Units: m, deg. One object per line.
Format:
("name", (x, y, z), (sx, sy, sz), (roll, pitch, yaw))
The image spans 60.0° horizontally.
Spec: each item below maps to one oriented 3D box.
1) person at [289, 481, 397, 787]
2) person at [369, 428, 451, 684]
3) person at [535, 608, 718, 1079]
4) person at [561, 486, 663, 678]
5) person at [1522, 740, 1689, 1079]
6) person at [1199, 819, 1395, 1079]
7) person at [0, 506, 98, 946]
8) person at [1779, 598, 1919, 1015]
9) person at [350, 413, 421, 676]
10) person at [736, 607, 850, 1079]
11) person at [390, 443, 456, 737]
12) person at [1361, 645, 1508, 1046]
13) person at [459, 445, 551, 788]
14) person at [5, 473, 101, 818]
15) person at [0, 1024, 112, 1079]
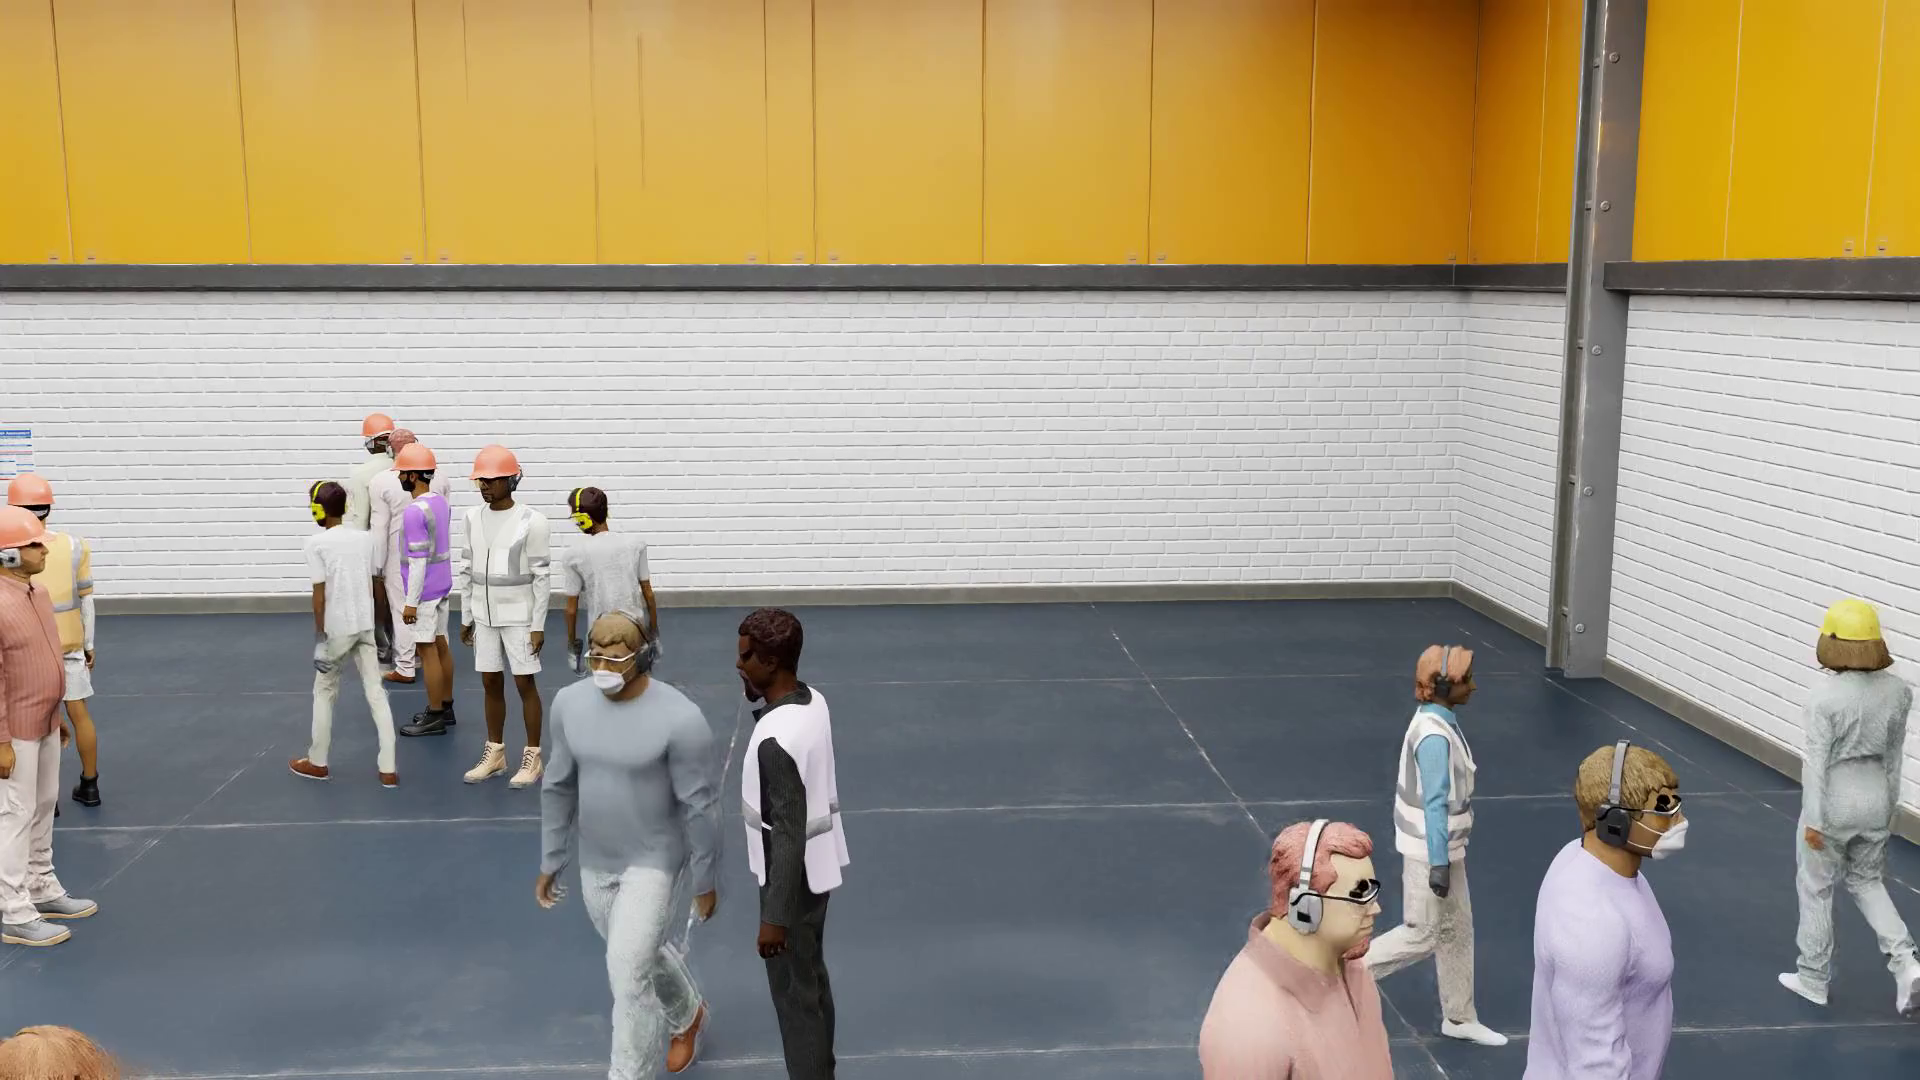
("person", (-3.696, 0.560, 9.933), (0.800, 1.815, 0.567), (6, 11, 33))
("person", (-4.117, 0.114, 12.426), (0.401, 1.904, 0.646), (8, 12, 42))
("person", (-1.148, 1.150, 6.000), (0.659, 1.907, 0.960), (4, 10, 25))
("person", (-1.999, 0.603, 9.594), (0.564, 1.847, 0.394), (-5, 10, -27))
("person", (1.560, 1.430, 4.057), (0.372, 1.940, 0.631), (3, 10, 20))
("person", (0.751, 1.523, 3.699), (0.704, 1.905, 0.676), (5, 10, 29))
("person", (-4.266, 0.837, 7.601), (0.376, 1.995, 0.622), (-1, 9, -6))
("person", (3.651, 1.102, 6.758), (0.490, 1.726, 0.573), (-1, 9, -9))
("person", (-4.371, 0.031, 12.664), (0.381, 1.994, 0.622), (6, 11, 32))
("person", (-0.573, 1.174, 5.736), (0.372, 1.914, 0.597), (0, 9, 3))
("person", (-3.546, 0.327, 10.982), (0.354, 1.939, 0.545), (0, 9, 1))
("person", (1.797, 1.196, 6.521), (0.685, 1.616, 0.521), (3, 10, 21))
("person", (-2.710, 0.454, 9.861), (0.608, 2.044, 0.370), (3, 10, 20))
("person", (-5.146, 0.589, 9.339), (0.379, 1.937, 0.547), (7, 11, 37))
("person", (-1.828, 1.721, 3.314), (0.803, 1.595, 0.508), (5, 10, 27))
